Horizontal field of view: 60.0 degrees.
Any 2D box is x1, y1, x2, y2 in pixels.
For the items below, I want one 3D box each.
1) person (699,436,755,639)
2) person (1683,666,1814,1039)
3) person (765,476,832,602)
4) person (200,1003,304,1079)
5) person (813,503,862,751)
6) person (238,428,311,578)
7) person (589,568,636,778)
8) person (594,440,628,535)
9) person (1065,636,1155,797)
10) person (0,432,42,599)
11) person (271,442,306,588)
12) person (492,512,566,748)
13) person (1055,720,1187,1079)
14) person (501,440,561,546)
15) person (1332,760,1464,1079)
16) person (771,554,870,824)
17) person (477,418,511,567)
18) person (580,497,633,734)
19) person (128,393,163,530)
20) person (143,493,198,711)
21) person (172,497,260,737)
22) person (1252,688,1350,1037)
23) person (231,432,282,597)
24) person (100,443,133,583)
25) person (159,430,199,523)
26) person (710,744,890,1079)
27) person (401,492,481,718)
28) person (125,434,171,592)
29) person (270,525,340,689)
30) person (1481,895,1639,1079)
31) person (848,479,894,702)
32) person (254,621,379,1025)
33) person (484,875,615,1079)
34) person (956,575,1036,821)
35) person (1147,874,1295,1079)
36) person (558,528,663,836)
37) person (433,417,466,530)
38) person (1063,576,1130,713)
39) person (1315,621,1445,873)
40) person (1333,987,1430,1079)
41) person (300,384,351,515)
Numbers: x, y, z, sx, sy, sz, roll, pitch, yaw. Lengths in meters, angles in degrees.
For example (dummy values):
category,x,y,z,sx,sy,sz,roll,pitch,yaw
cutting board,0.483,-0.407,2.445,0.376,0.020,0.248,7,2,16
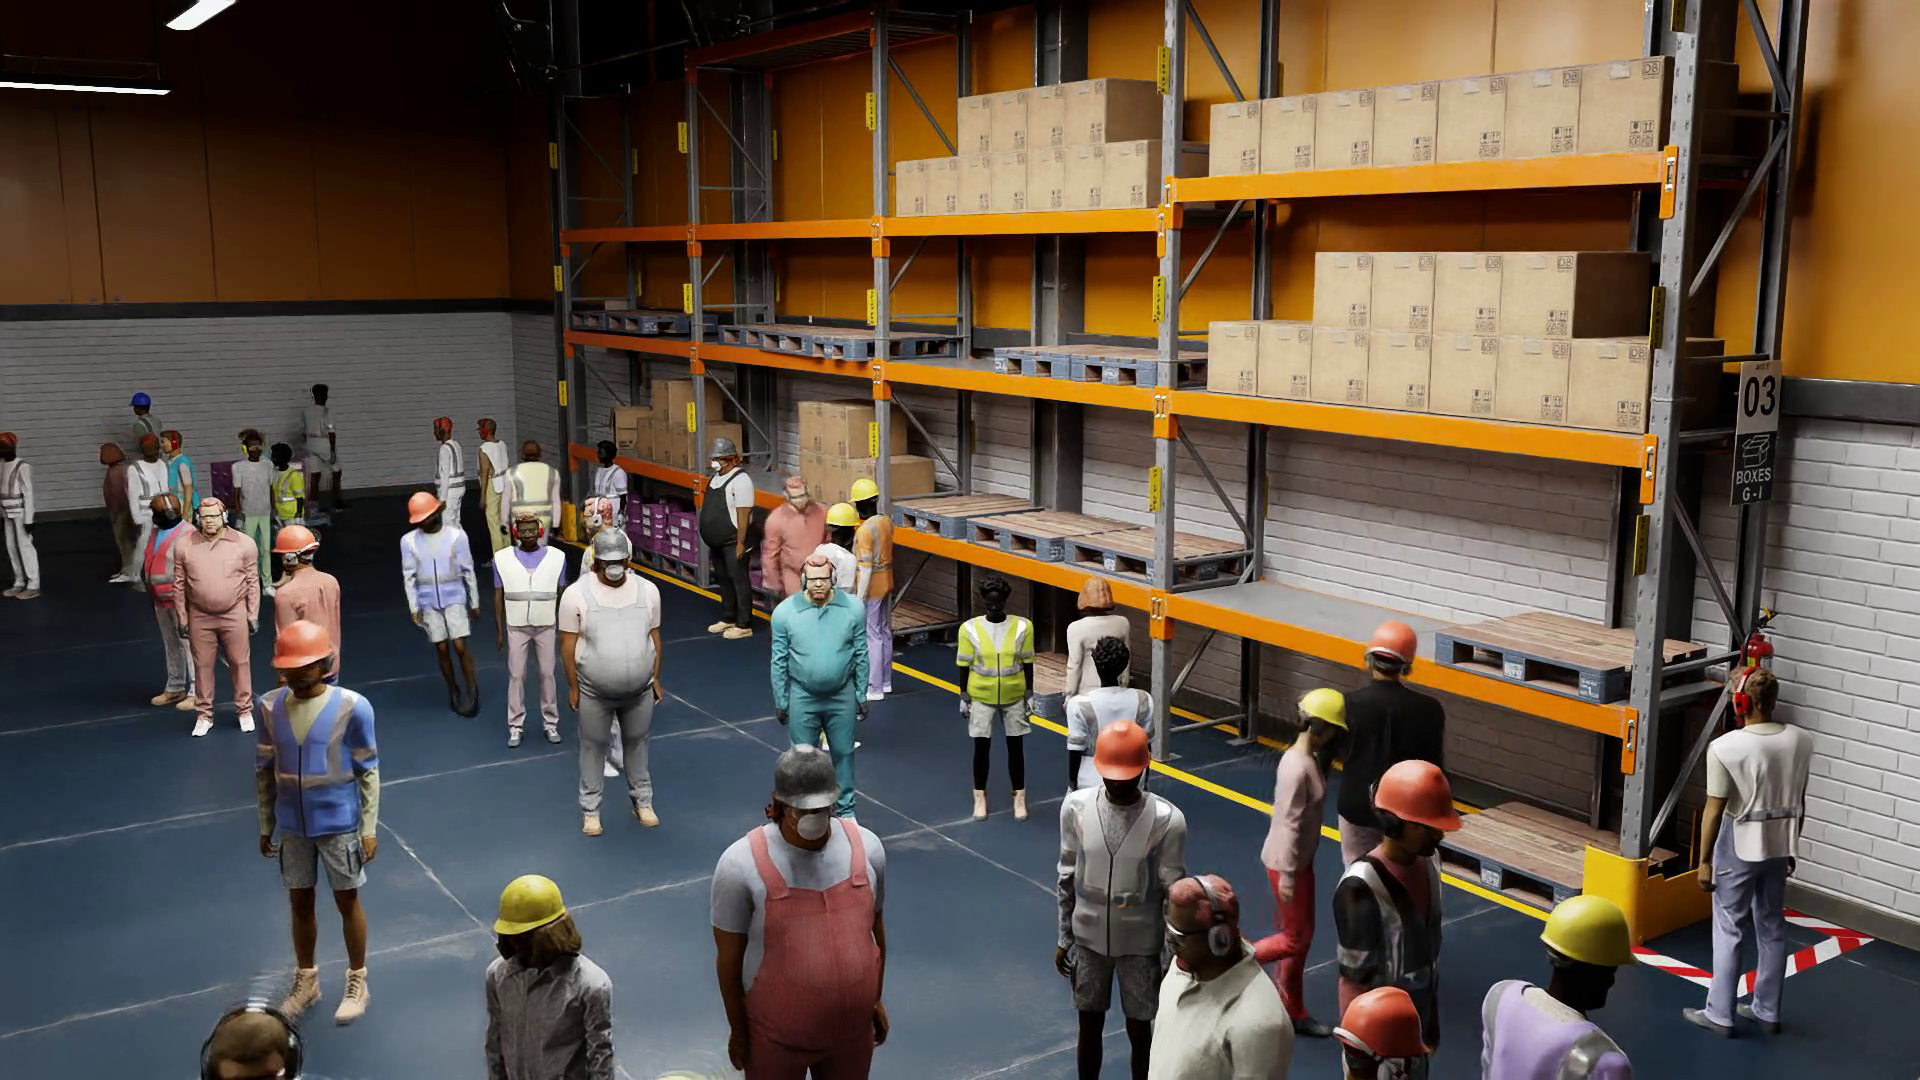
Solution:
category,x,y,z,sx,sy,sz,roll,pitch,yaw
person,-2.349,-0.038,16.644,0.537,2.000,0.683,-7,12,-37
person,3.843,1.524,8.074,0.561,1.836,0.399,-2,10,-14
person,-1.420,0.329,14.990,0.695,1.868,0.585,-6,11,-32
person,-1.795,2.114,4.382,0.647,1.908,0.680,-3,10,-19
person,-0.946,0.665,12.912,0.434,1.913,0.599,-5,11,-29
person,-8.176,-0.436,19.725,0.858,1.801,0.555,-4,10,-22
person,-2.520,0.832,12.120,0.527,1.841,0.590,8,13,40
person,-4.053,-0.313,19.265,0.540,1.695,0.317,9,13,43
person,0.837,1.378,9.334,0.537,1.695,0.321,-3,10,-16
person,-10.511,-0.274,18.534,0.625,1.877,0.357,7,12,36
person,-7.685,-0.272,19.010,0.536,1.699,0.322,6,12,33
person,-3.338,0.684,12.972,0.563,1.847,0.390,-3,10,-19
person,0.660,1.674,6.943,0.550,1.925,0.389,4,10,20
person,-4.696,-0.198,18.285,0.623,1.805,0.922,-5,11,-29
person,1.589,1.774,6.045,0.411,2.032,0.611,9,13,42
person,-0.906,1.022,10.850,0.645,1.900,0.399,-2,10,-11
person,-5.707,-0.577,20.419,0.383,1.839,0.568,2,10,11
person,-2.843,0.601,13.311,0.399,1.900,0.643,1,10,8
person,-11.176,-1.056,22.886,0.396,1.946,0.617,-1,10,-4
person,-6.615,0.513,14.010,0.619,1.838,0.430,6,11,32
person,-5.909,0.607,13.248,0.643,1.909,0.410,-3,10,-19
person,1.573,1.570,8.102,0.572,1.723,0.586,4,10,20
person,-7.802,-0.266,18.479,0.328,1.873,0.521,8,12,38
person,-9.891,-0.321,19.495,0.279,1.634,0.499,-4,10,-21
person,-8.891,-0.339,18.974,0.378,1.844,0.570,-8,13,-41
person,-0.545,1.744,6.183,0.683,2.000,0.537,-5,11,-27
person,-4.283,0.538,13.726,0.604,1.882,0.655,-2,10,-9
person,-9.091,-0.281,18.694,0.993,1.837,0.596,5,11,29
person,-4.479,0.881,11.410,0.407,1.987,0.615,3,10,14
person,1.820,1.998,5.072,0.394,1.913,0.591,-4,10,-21
person,-0.769,0.430,14.255,0.380,1.917,0.585,3,10,18
person,-3.181,1.398,8.217,0.633,2.041,0.391,1,10,5
person,-1.412,1.975,5.734,0.487,1.736,0.360,3,10,18
person,0.243,1.062,11.228,0.538,1.687,0.320,-1,10,-4
person,0.780,1.973,5.278,0.400,1.895,0.652,-3,10,-16
person,-2.266,0.924,10.997,0.684,2.000,0.538,-5,11,-27
person,-6.191,-0.553,20.158,0.368,1.878,0.584,-1,10,-3
person,0.938,1.058,11.403,0.507,1.632,0.267,-5,11,-28
person,2.120,1.376,8.546,0.664,1.958,0.685,0,10,0
person,1.177,2.129,4.787,0.560,1.743,0.338,9,13,42
person,-9.362,-1.343,24.570,0.625,1.937,0.801,3,10,18
